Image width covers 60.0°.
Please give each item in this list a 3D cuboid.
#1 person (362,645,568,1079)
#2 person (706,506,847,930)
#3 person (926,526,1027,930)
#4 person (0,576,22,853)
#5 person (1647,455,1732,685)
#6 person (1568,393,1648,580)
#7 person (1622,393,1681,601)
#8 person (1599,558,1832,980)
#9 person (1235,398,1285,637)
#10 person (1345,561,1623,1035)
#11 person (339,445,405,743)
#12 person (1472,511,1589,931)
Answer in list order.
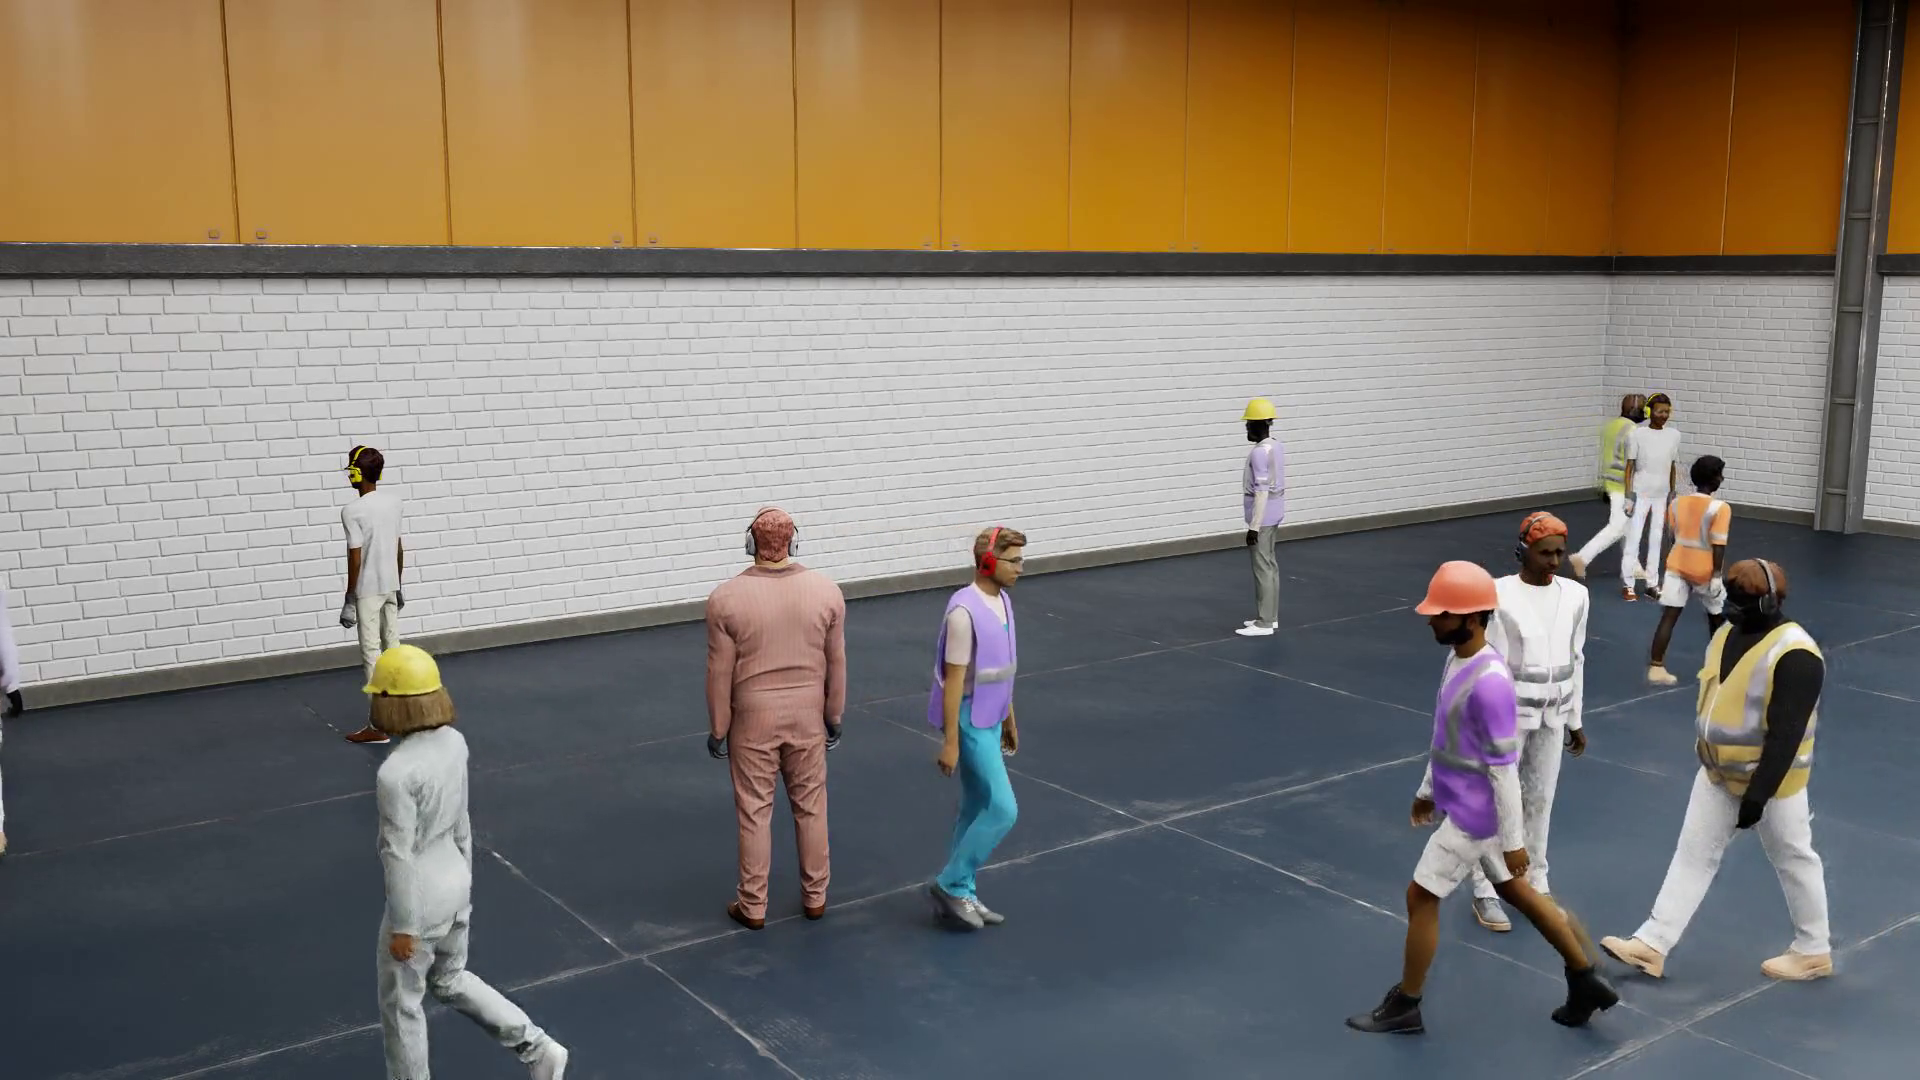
[{"bbox_3d":[-1.720,1.198,5.596,0.638,1.726,0.488,1,9,9],"label":"person"},{"bbox_3d":[-0.832,0.796,7.490,0.648,1.907,0.409,-4,10,-21],"label":"person"},{"bbox_3d":[0.092,0.842,7.442,0.455,1.818,0.596,3,10,17],"label":"person"},{"bbox_3d":[-4.989,0.738,8.144,0.639,1.809,0.764,-7,12,-37],"label":"person"},{"bbox_3d":[5.271,0.217,11.831,0.861,1.643,0.551,-4,10,-24],"label":"person"},{"bbox_3d":[6.220,-0.490,15.756,0.837,1.813,0.643,0,9,2],"label":"person"},{"bbox_3d":[6.182,-0.382,14.870,0.509,1.872,0.329,-1,9,-7],"label":"person"},{"bbox_3d":[3.201,0.964,6.828,0.983,1.792,0.629,-2,9,-11],"label":"person"},{"bbox_3d":[2.421,-0.181,13.454,0.381,1.924,0.593,4,10,23],"label":"person"},{"bbox_3d":[2.059,1.012,6.334,1.037,1.897,0.559,2,9,12],"label":"person"},{"bbox_3d":[-3.681,0.339,10.420,0.328,1.872,0.512,3,10,20],"label":"person"},{"bbox_3d":[2.556,0.808,7.481,0.574,1.886,0.356,-2,10,-15],"label":"person"}]
